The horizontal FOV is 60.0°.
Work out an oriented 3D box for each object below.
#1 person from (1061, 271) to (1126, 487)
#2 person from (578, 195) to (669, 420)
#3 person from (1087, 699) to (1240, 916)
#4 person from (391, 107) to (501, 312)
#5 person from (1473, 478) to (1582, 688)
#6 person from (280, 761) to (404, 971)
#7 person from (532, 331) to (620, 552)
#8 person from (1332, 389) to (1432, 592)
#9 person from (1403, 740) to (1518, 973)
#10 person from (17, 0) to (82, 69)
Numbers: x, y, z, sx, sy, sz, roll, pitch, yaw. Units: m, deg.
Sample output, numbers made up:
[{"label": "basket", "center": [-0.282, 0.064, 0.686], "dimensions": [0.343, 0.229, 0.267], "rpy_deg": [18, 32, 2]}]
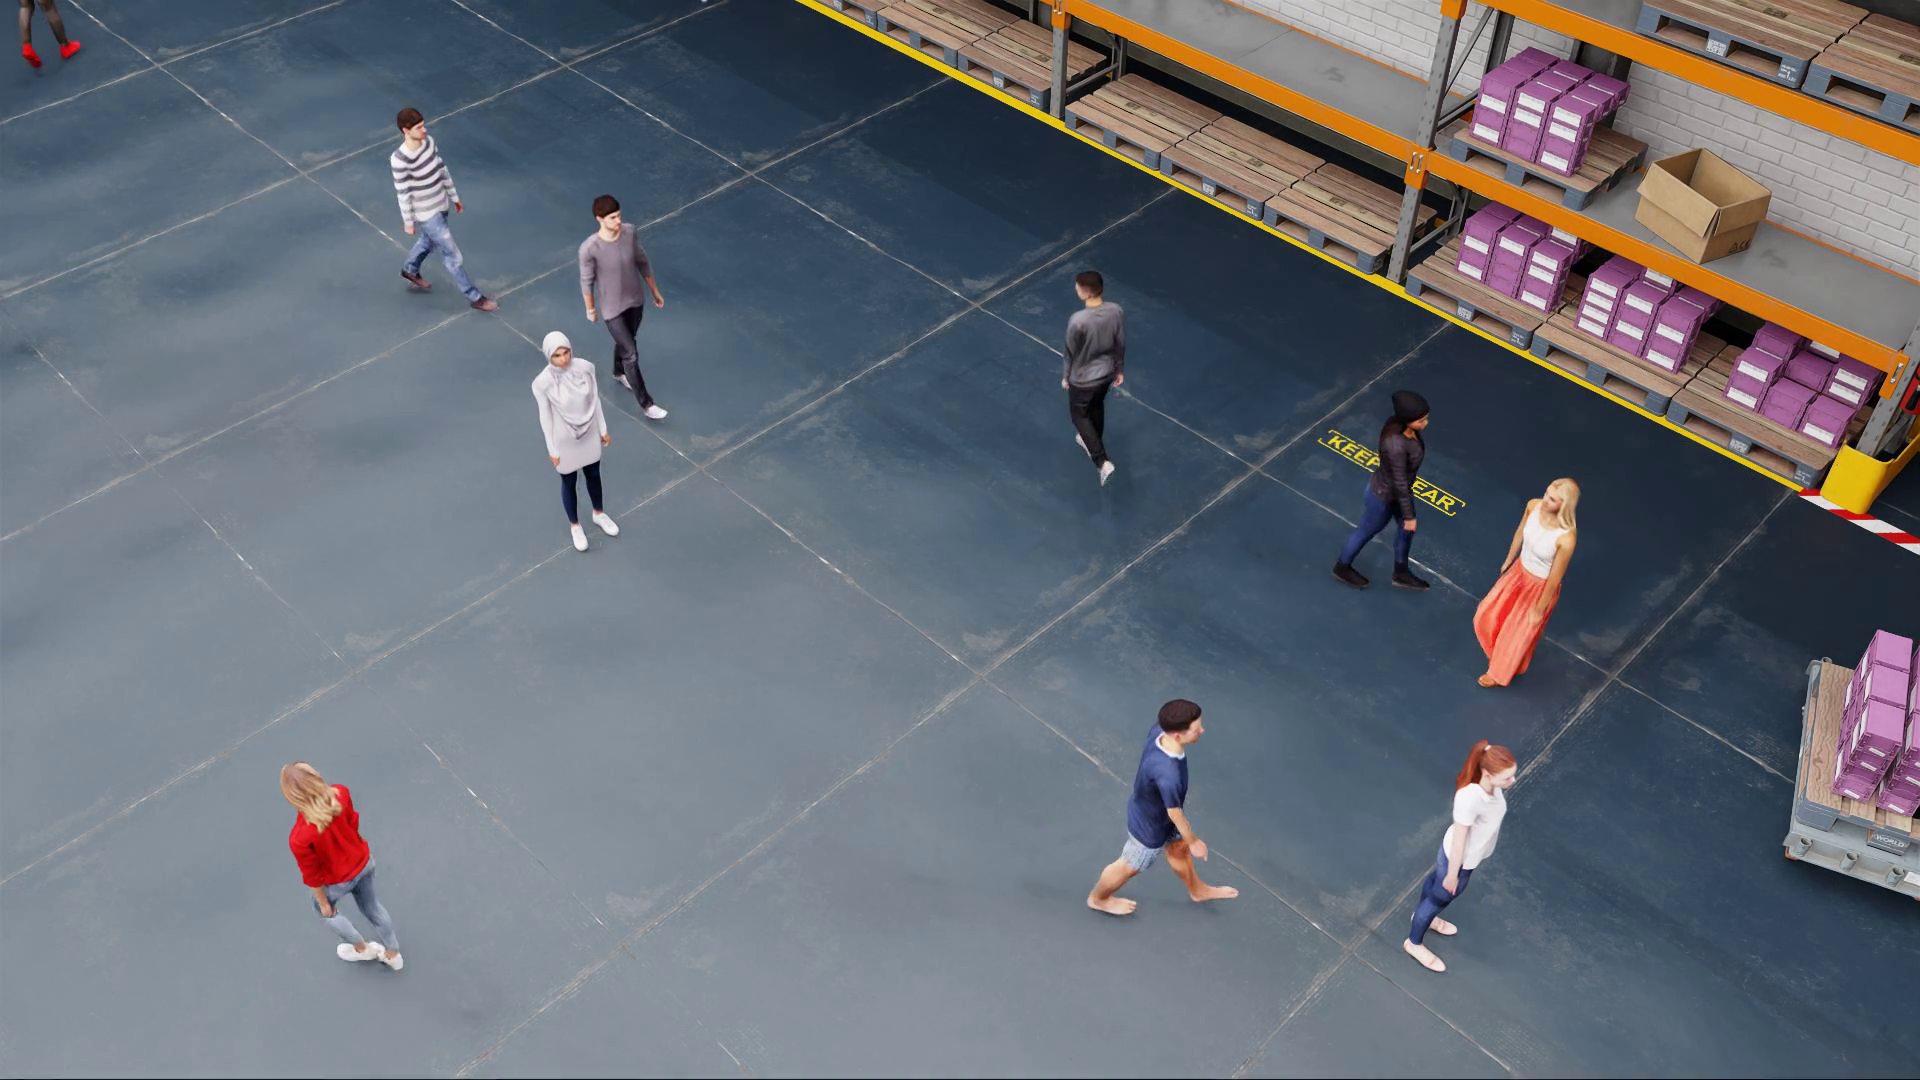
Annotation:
[{"label": "person", "center": [0.983, -1.150, 12.061], "dimensions": [0.821, 1.741, 1.041], "rpy_deg": [-18, 47, -18]}, {"label": "person", "center": [-2.658, -1.858, 12.746], "dimensions": [1.059, 1.822, 0.762], "rpy_deg": [30, 51, 27]}, {"label": "person", "center": [0.991, 1.527, 9.207], "dimensions": [1.180, 1.803, 1.026], "rpy_deg": [7, 44, 7]}, {"label": "person", "center": [-4.432, -2.713, 13.658], "dimensions": [1.321, 1.803, 1.030], "rpy_deg": [13, 45, 13]}, {"label": "person", "center": [3.696, 0.270, 10.531], "dimensions": [0.844, 1.797, 0.783], "rpy_deg": [-13, 45, -13]}, {"label": "person", "center": [-3.270, 1.825, 8.977], "dimensions": [0.732, 1.689, 0.728], "rpy_deg": [17, 46, 17]}, {"label": "person", "center": [-2.683, -0.716, 11.582], "dimensions": [0.645, 1.775, 0.590], "rpy_deg": [-25, 49, -24]}, {"label": "person", "center": [2.776, -0.316, 11.194], "dimensions": [0.984, 1.731, 0.784], "rpy_deg": [19, 47, 18]}, {"label": "person", "center": [2.720, 1.689, 9.085], "dimensions": [0.611, 1.737, 0.632], "rpy_deg": [20, 47, 20]}, {"label": "person", "center": [-9.430, -5.604, 16.702], "dimensions": [1.036, 1.790, 1.073], "rpy_deg": [3, 44, 3]}]
